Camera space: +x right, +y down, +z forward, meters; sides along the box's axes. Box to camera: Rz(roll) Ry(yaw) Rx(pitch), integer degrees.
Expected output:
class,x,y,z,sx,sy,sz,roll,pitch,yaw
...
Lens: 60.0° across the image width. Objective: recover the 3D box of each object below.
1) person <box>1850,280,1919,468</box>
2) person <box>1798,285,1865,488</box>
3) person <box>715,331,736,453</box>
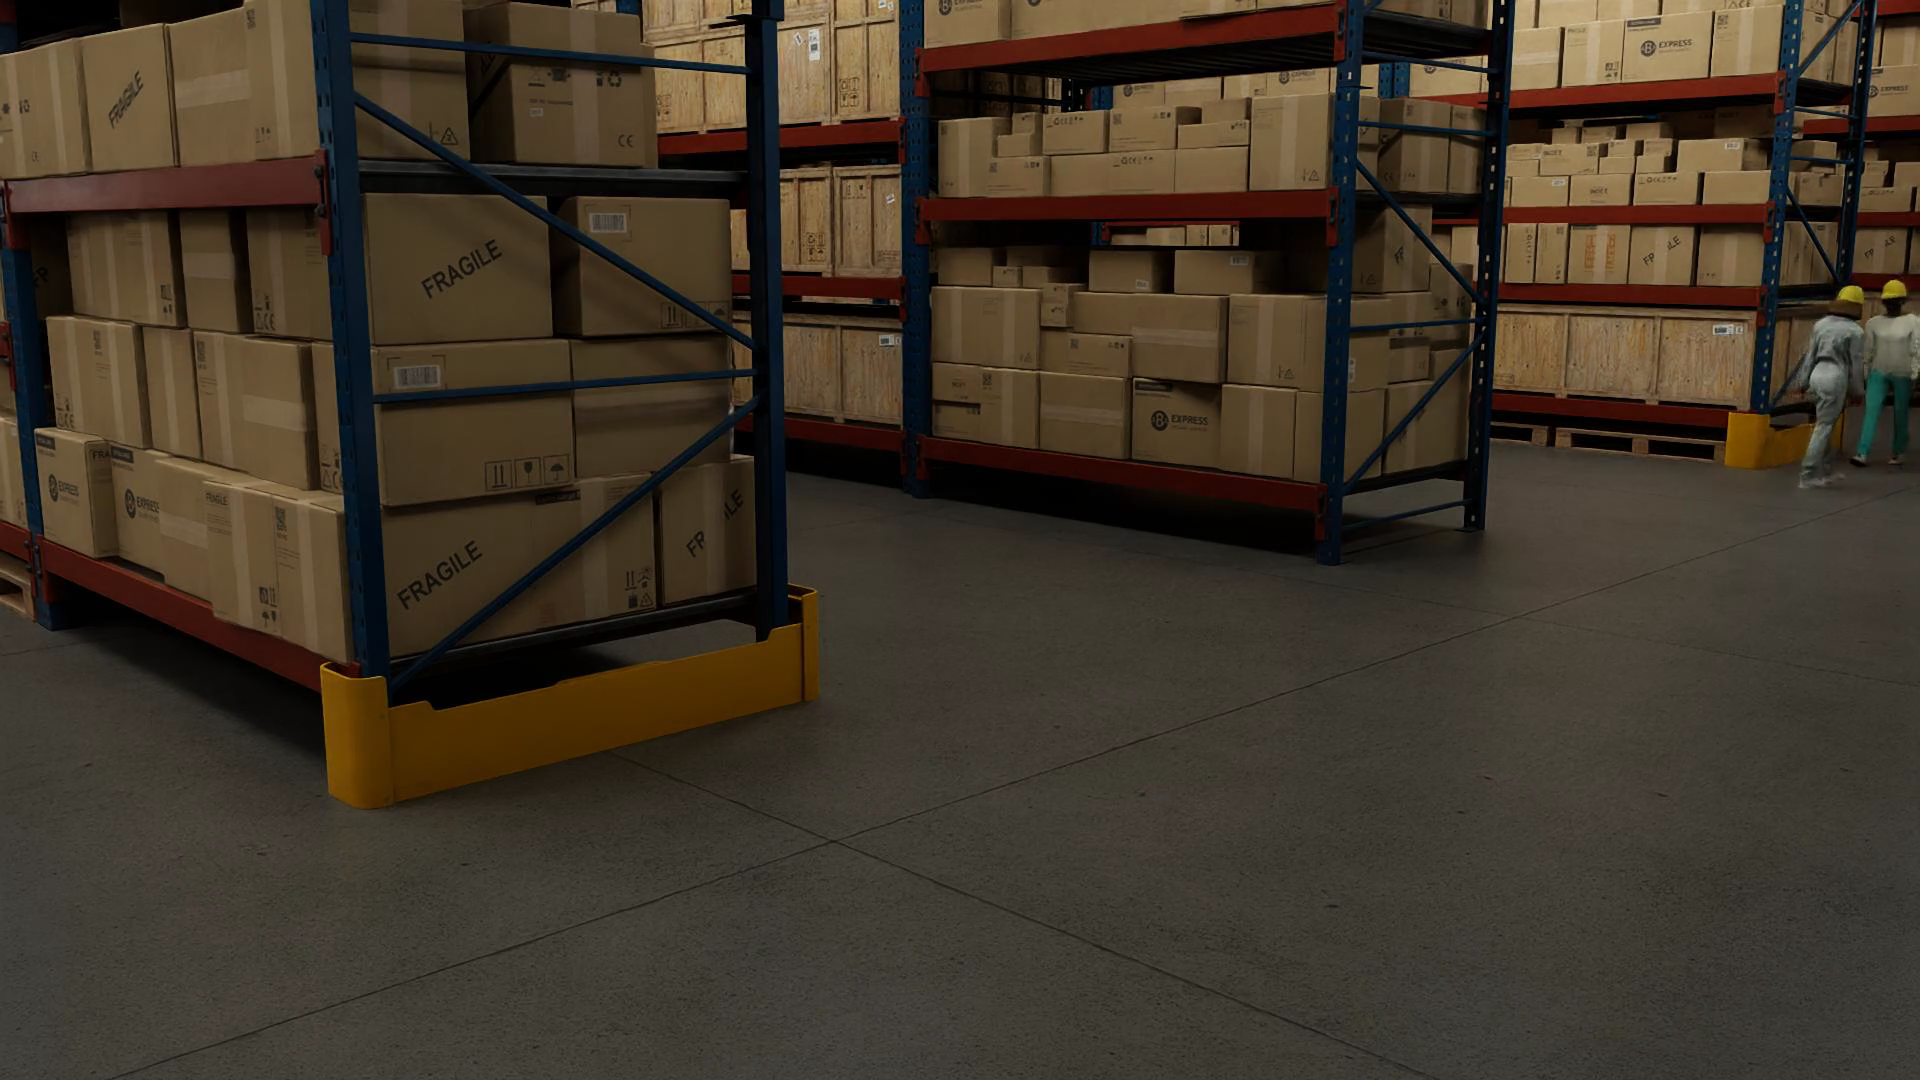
class,x,y,z,sx,sy,sz,roll,pitch,yaw
person,8.535,-1.512,15.260,0.538,1.715,0.907,10,14,44
person,7.453,-1.294,14.096,0.761,1.709,0.503,-3,11,-18
person,-1.970,-1.028,12.390,0.801,1.819,0.638,10,14,43
